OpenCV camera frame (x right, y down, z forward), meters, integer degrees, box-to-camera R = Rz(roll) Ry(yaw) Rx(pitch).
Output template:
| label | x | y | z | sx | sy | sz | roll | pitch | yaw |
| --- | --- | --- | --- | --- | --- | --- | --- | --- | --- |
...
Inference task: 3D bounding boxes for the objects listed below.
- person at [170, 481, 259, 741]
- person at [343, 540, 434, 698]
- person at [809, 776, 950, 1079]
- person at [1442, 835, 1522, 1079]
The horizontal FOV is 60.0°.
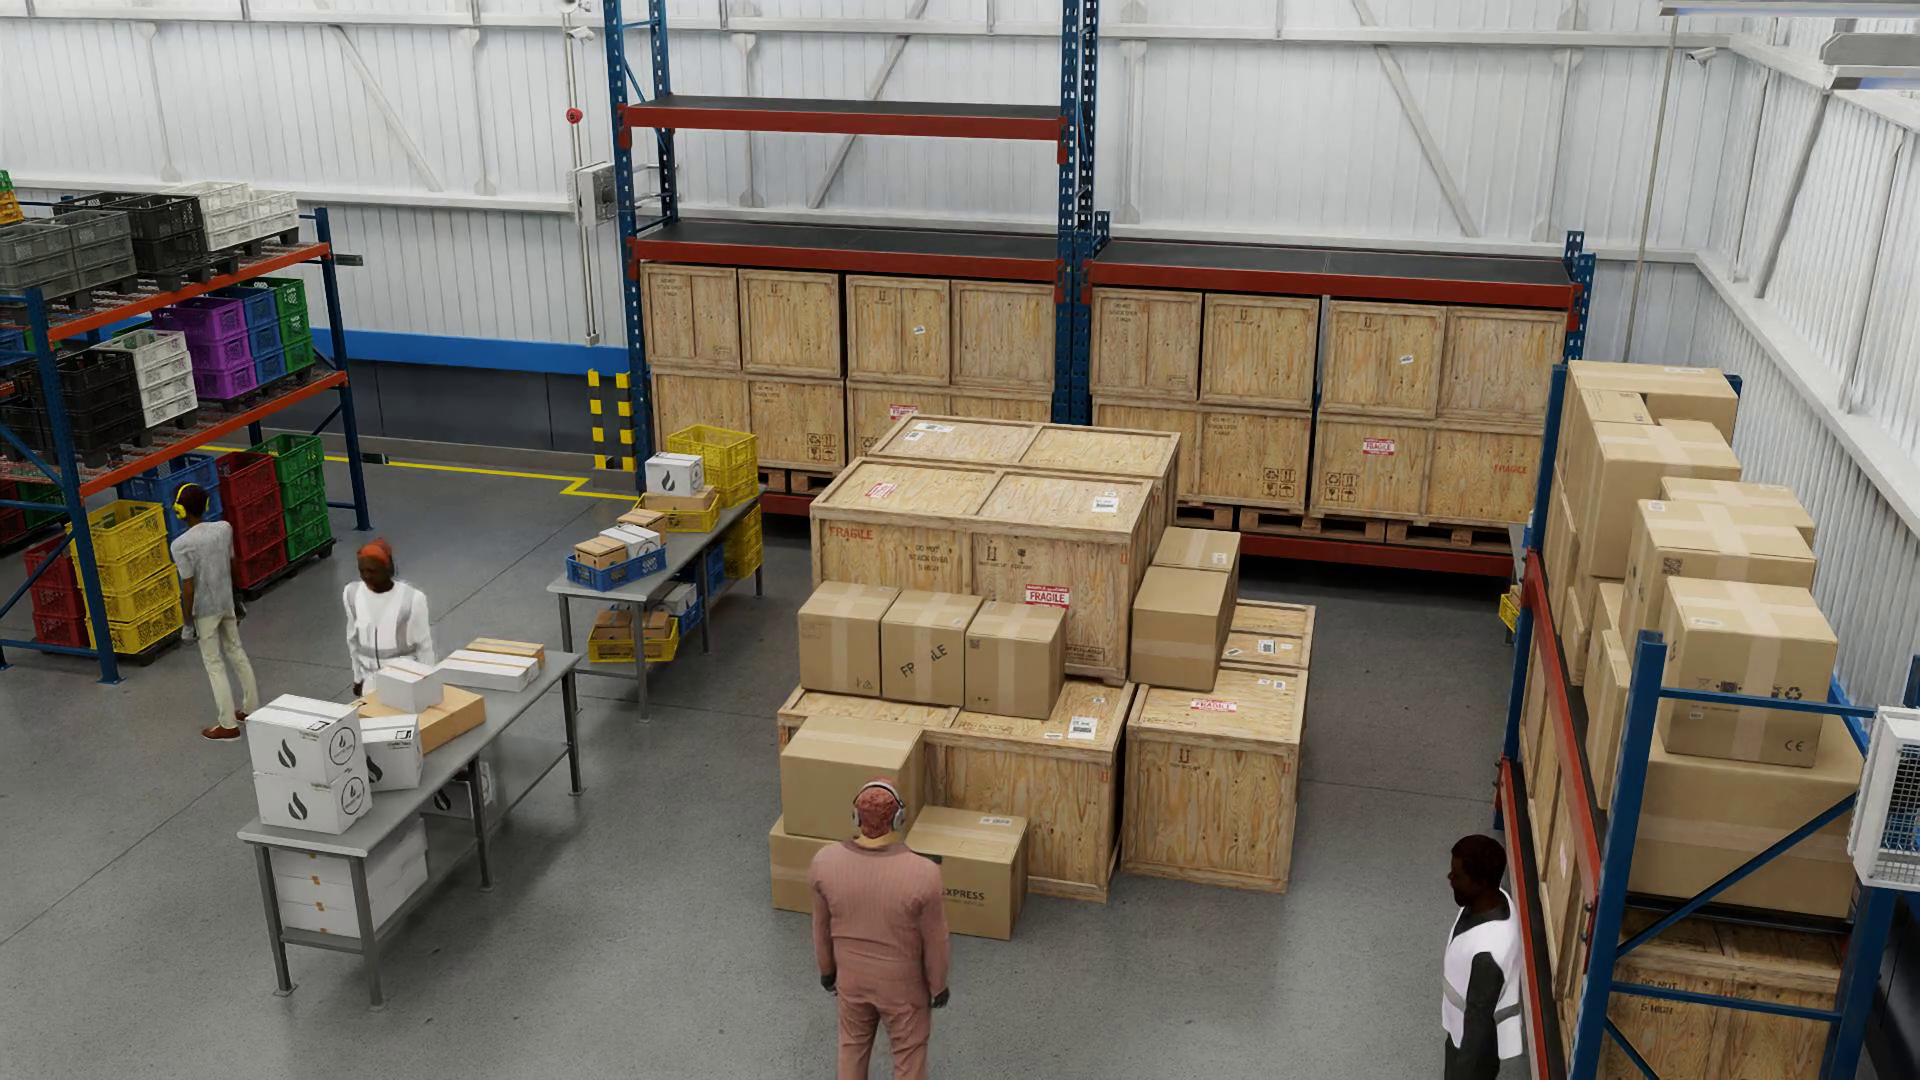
| label | x | y | z | sx | sy | sz | roll | pitch | yaw |
| --- | --- | --- | --- | --- | --- | --- | --- | --- | --- |
| person | -5.171 | 0.494 | 11.495 | 0.310 | 1.868 | 0.533 | 8 | 22 | 21 |
| person | -3.584 | 0.913 | 10.394 | 0.604 | 1.865 | 0.648 | 3 | 21 | 9 |
| person | -0.352 | 1.960 | 7.626 | 0.649 | 1.900 | 0.400 | 8 | 22 | 19 |
| person | 2.205 | 2.130 | 7.167 | 0.410 | 1.906 | 0.600 | 6 | 22 | 14 |
